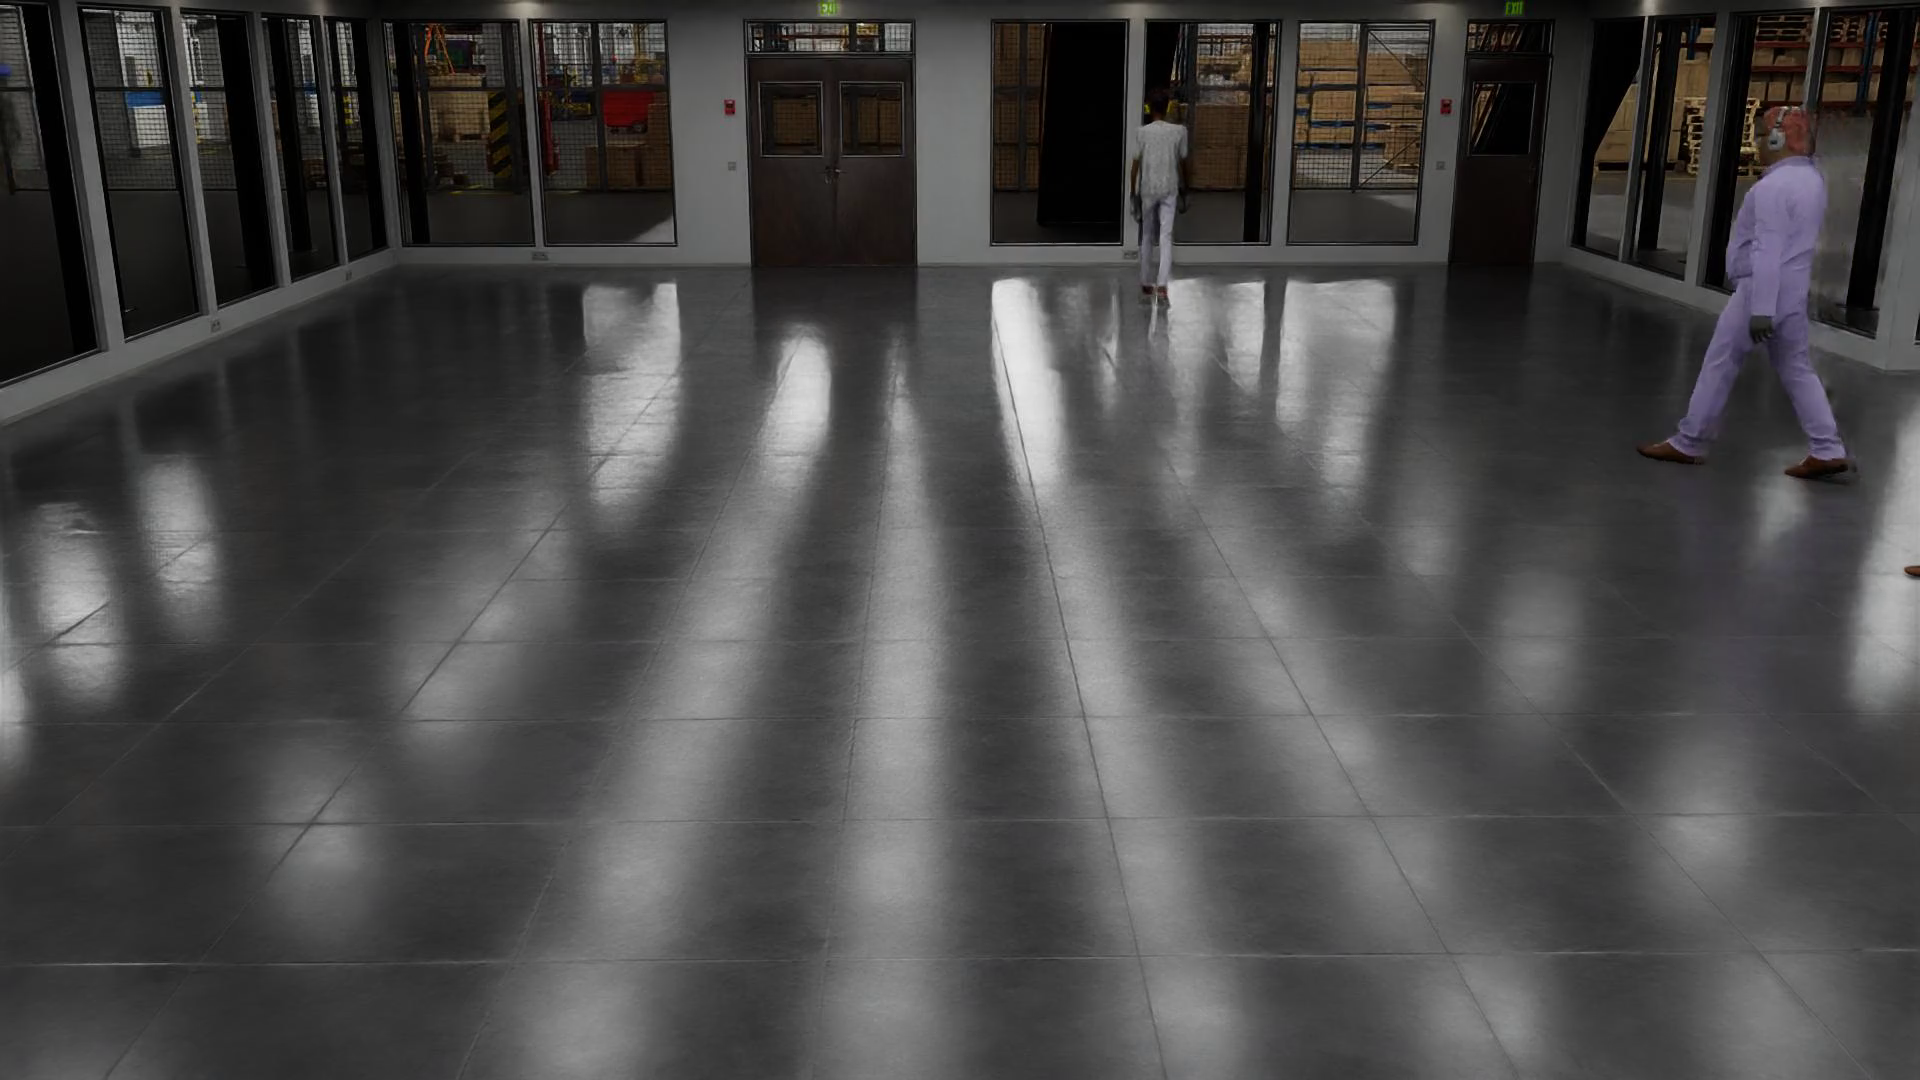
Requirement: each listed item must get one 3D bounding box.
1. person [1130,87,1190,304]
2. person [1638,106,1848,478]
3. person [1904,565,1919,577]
[{"bbox_3d":[1.723,-2.971,14.371,0.532,1.827,0.971,2,17,8],"label":"person"},{"bbox_3d":[4.111,-1.241,8.426,0.662,1.860,1.007,-15,22,-41],"label":"person"},{"bbox_3d":[4.036,-0.574,6.534,0.276,1.633,0.507,4,17,13],"label":"person"}]
